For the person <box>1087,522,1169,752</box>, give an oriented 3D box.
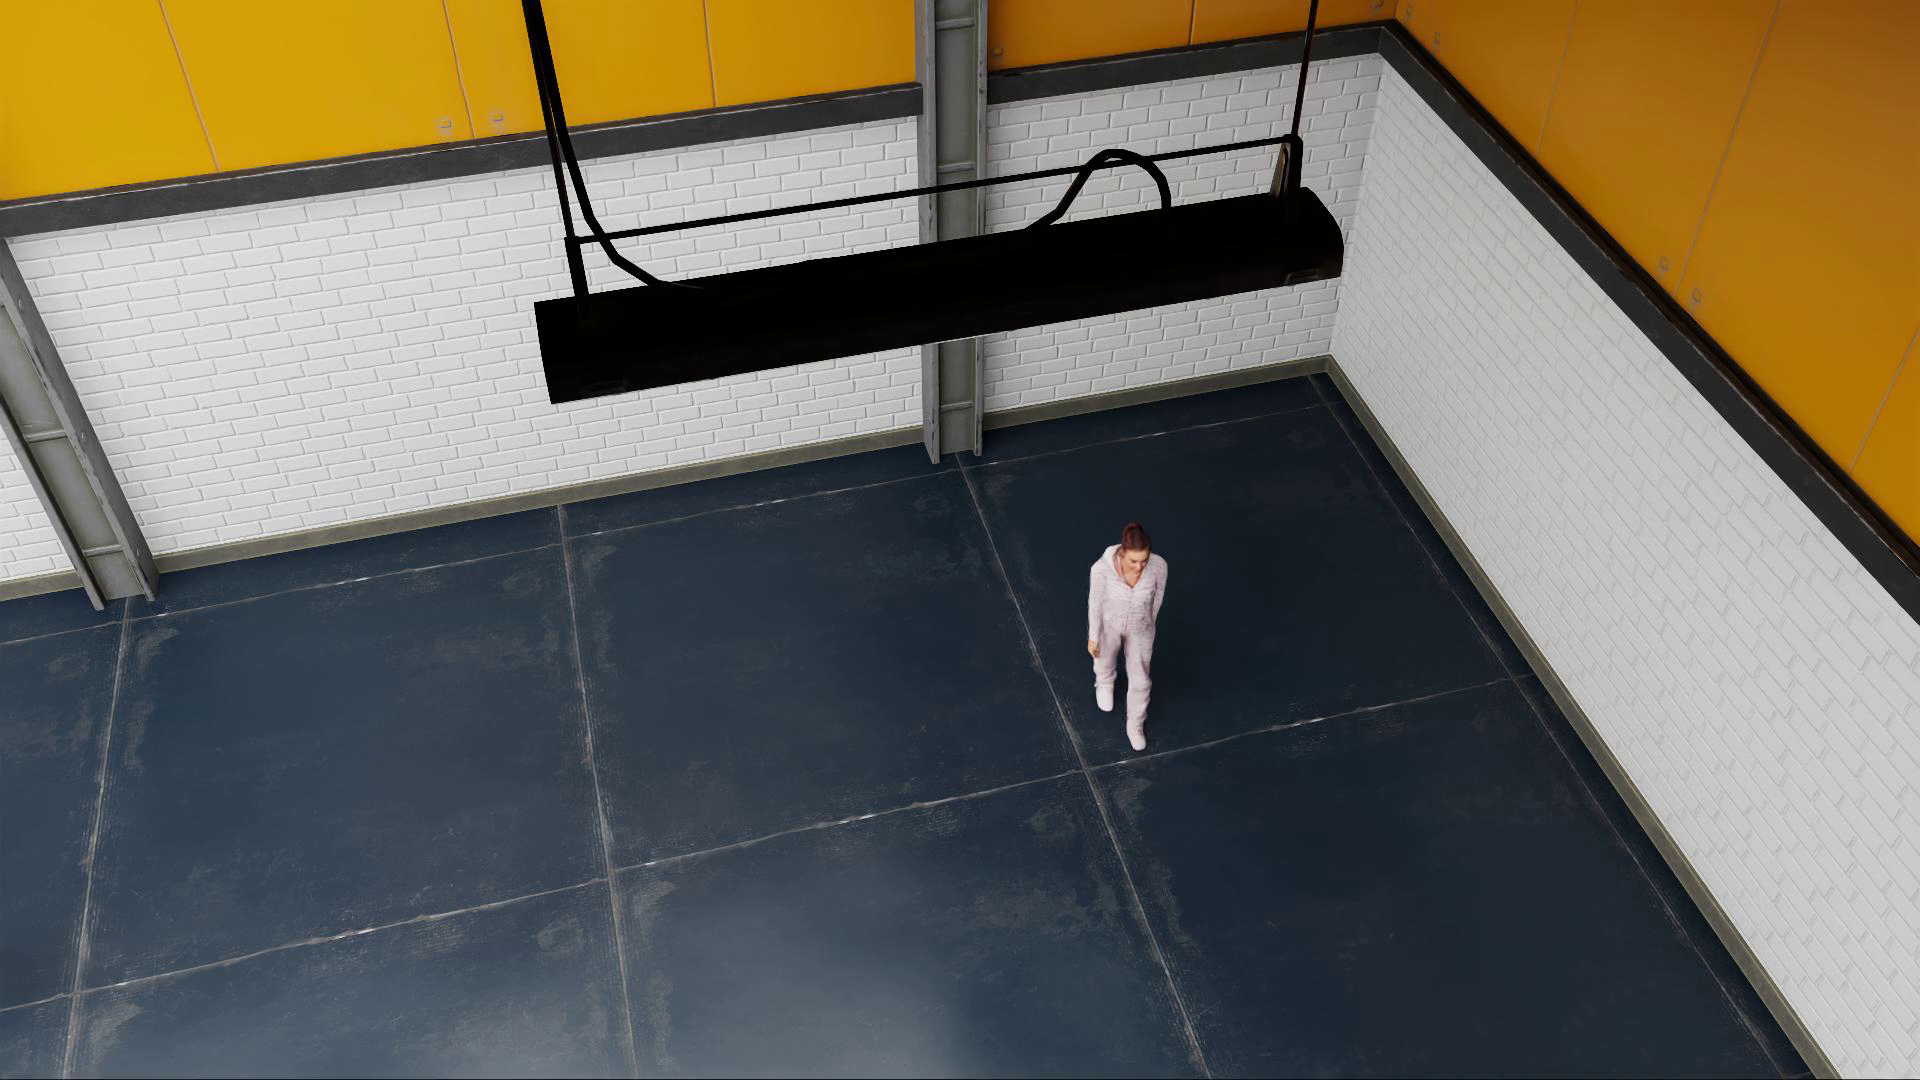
[{"bbox_3d":[1.000,0.463,10.371,0.880,1.661,0.823,0,44,0],"label":"person"}]
